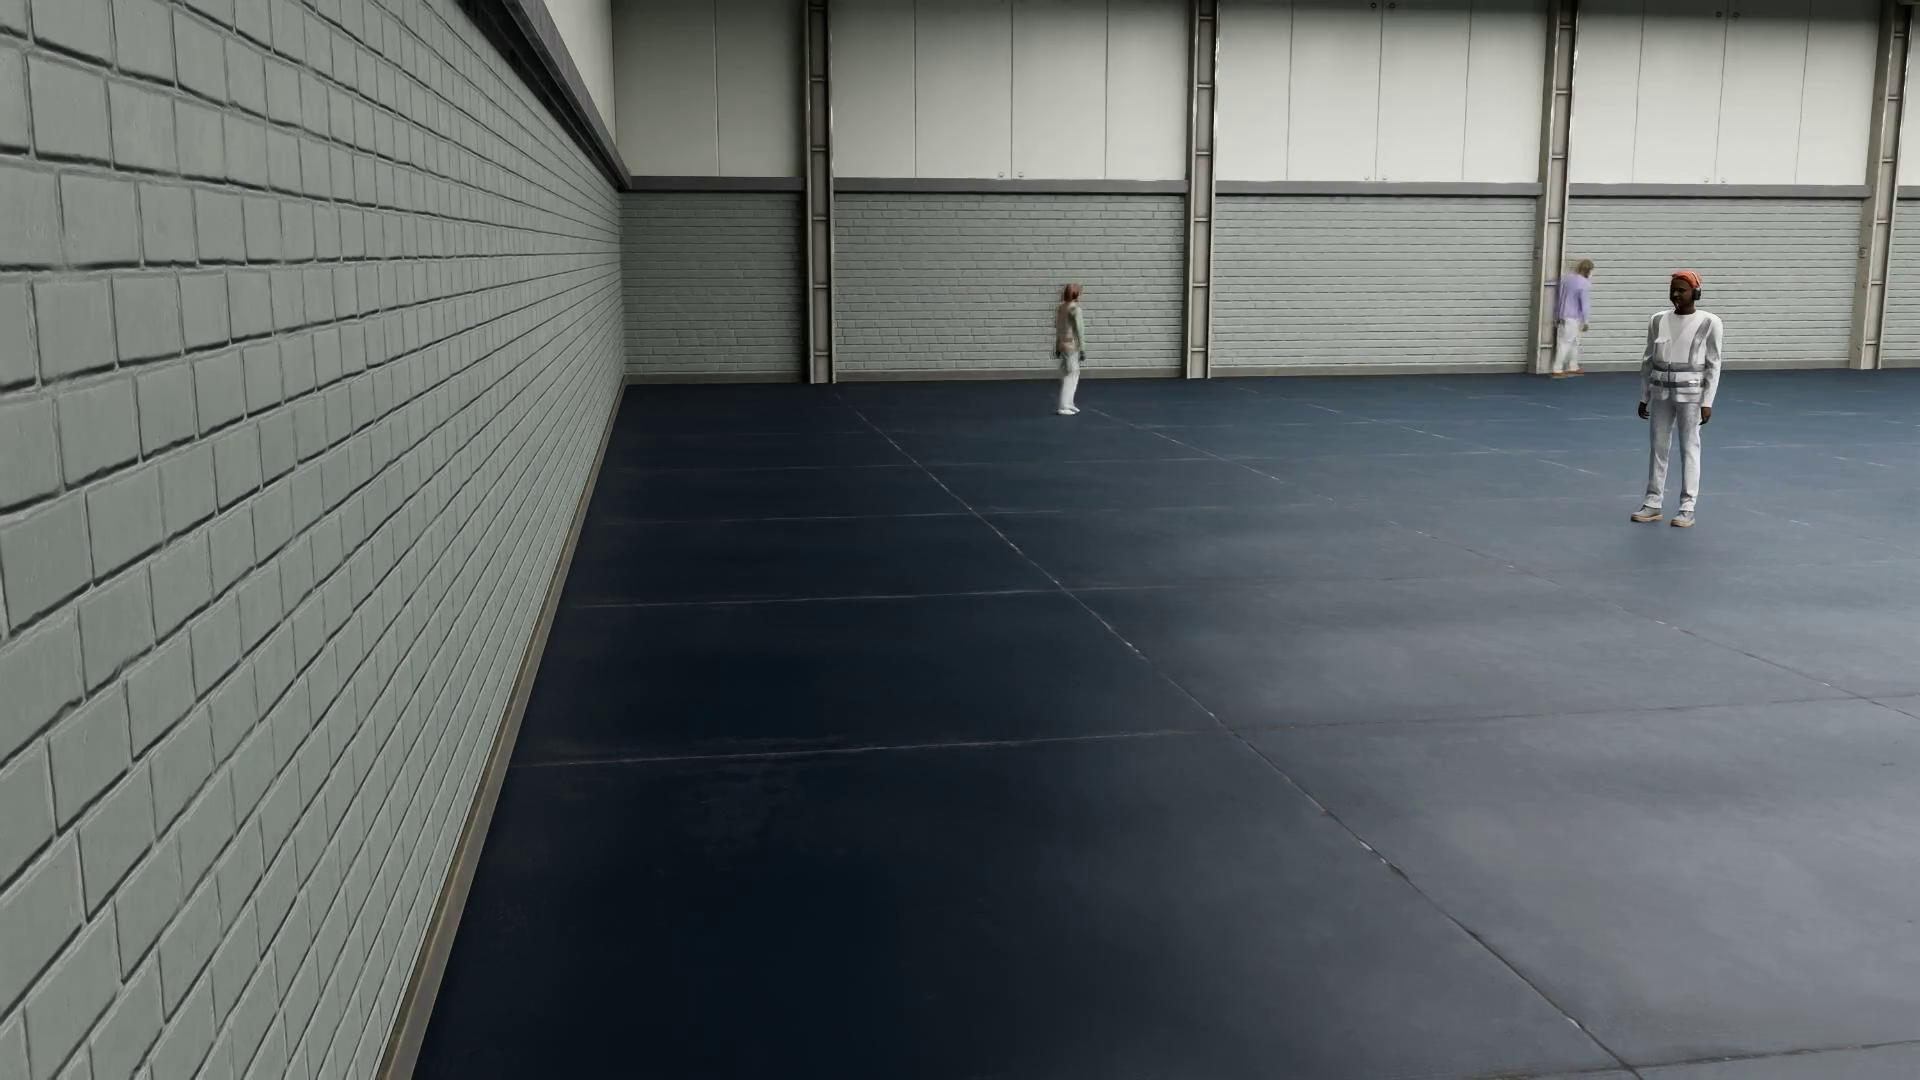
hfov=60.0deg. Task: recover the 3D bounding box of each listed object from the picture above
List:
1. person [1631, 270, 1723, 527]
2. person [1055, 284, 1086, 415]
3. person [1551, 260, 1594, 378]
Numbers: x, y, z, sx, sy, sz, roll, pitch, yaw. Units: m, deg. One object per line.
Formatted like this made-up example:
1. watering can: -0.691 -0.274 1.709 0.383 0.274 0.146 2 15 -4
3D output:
1. person: 5.303 -1.044 12.308 0.355 1.883 0.575 -8 13 -40
2. person: 1.407 -2.352 20.572 0.528 1.616 0.552 -4 11 -24
3. person: 9.826 -3.500 26.457 0.817 1.881 0.686 -1 10 -7
